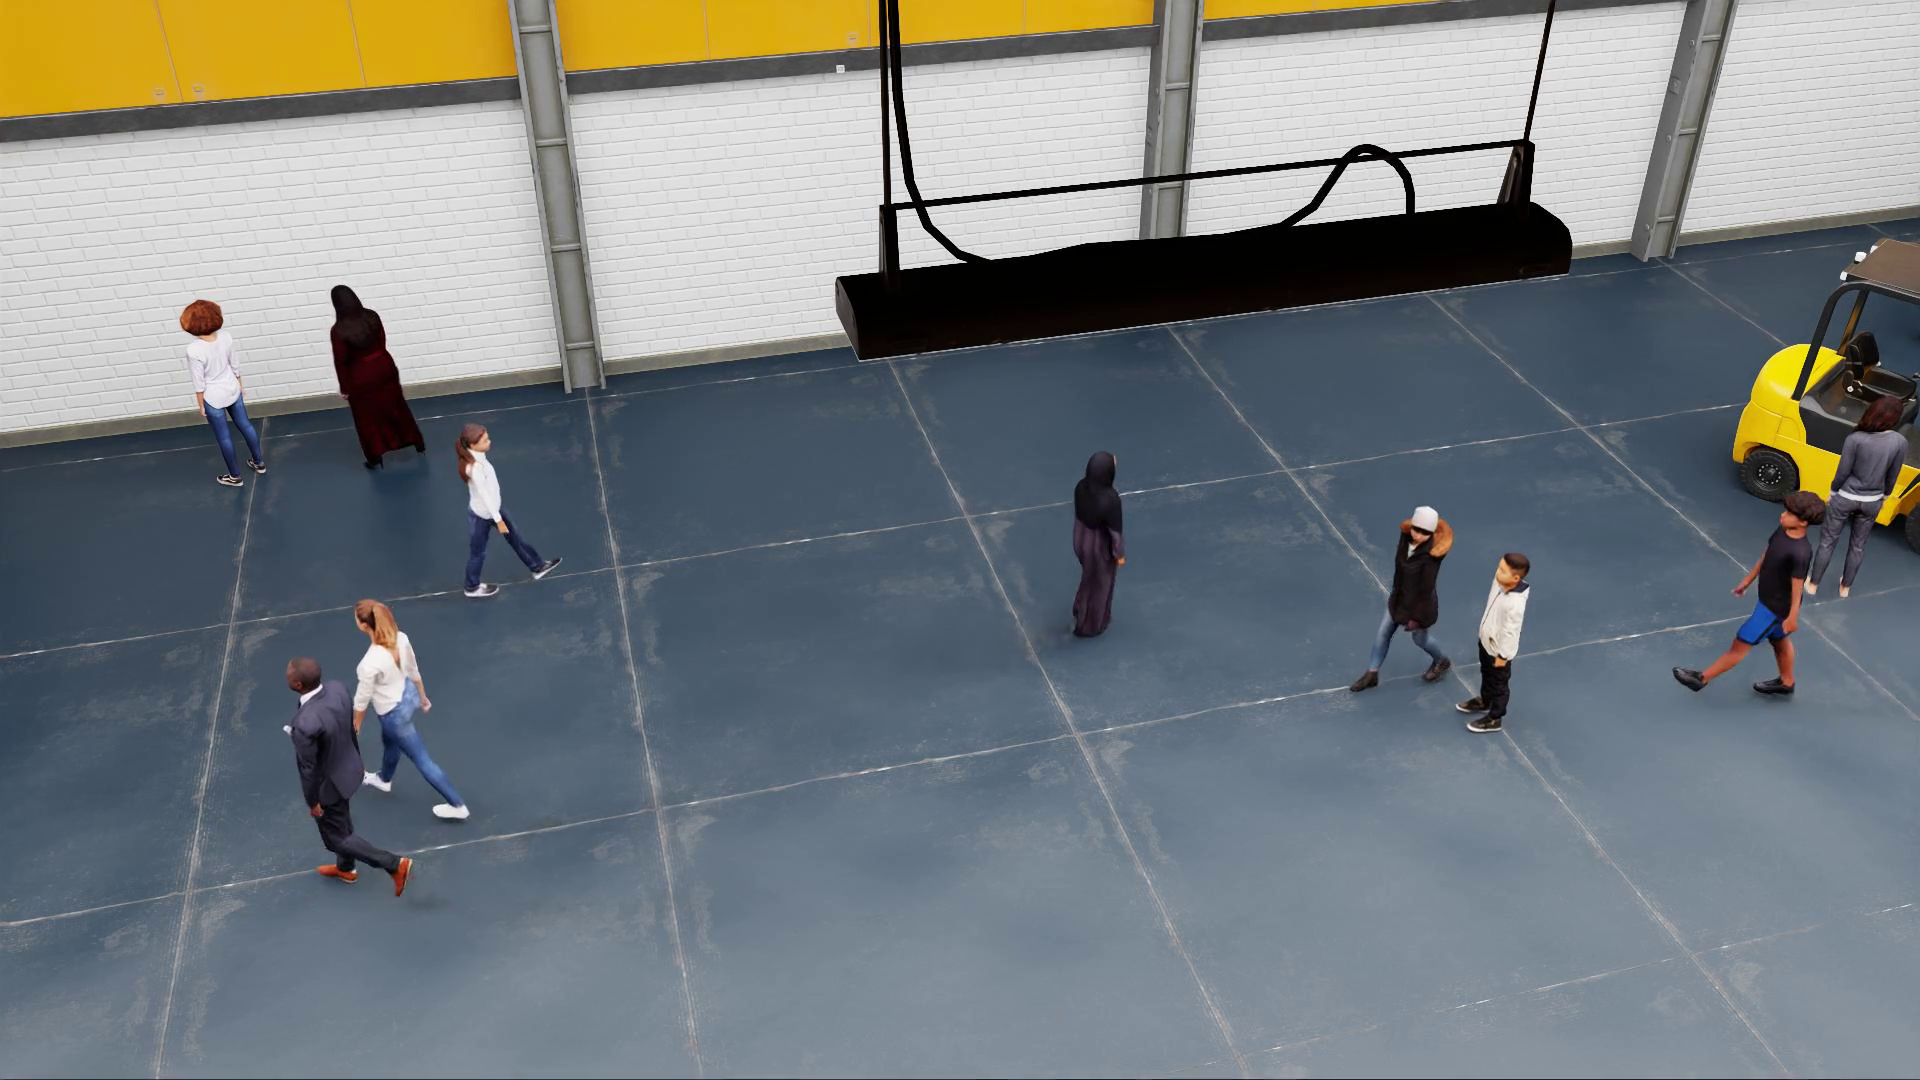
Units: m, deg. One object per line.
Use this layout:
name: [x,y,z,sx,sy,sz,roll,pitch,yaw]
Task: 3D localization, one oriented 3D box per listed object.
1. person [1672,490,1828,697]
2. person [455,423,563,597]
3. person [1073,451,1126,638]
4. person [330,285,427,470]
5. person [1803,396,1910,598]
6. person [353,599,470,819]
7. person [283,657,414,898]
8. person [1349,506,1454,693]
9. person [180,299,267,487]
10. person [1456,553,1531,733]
person: [5.903,0.445,11.838,1.237,1.743,0.946,5,34,7]
person: [-3.799,-0.203,13.012,1.008,1.522,0.589,-7,34,-10]
person: [0.976,0.043,12.565,0.831,1.608,0.743,-22,39,-29]
person: [-5.204,-1.435,14.669,0.974,1.740,0.890,22,40,30]
person: [7.017,-0.336,12.991,0.616,1.768,0.747,6,34,9]
person: [-3.573,1.155,10.832,1.197,1.674,0.947,6,34,9]
person: [-3.785,1.490,10.215,1.103,1.800,0.933,5,34,8]
person: [3.327,0.428,11.992,1.088,1.602,0.786,-17,37,-23]
person: [-6.429,-1.291,14.478,0.813,1.712,0.748,19,38,26]
person: [3.807,0.703,11.710,0.567,1.454,0.618,-2,34,-3]
